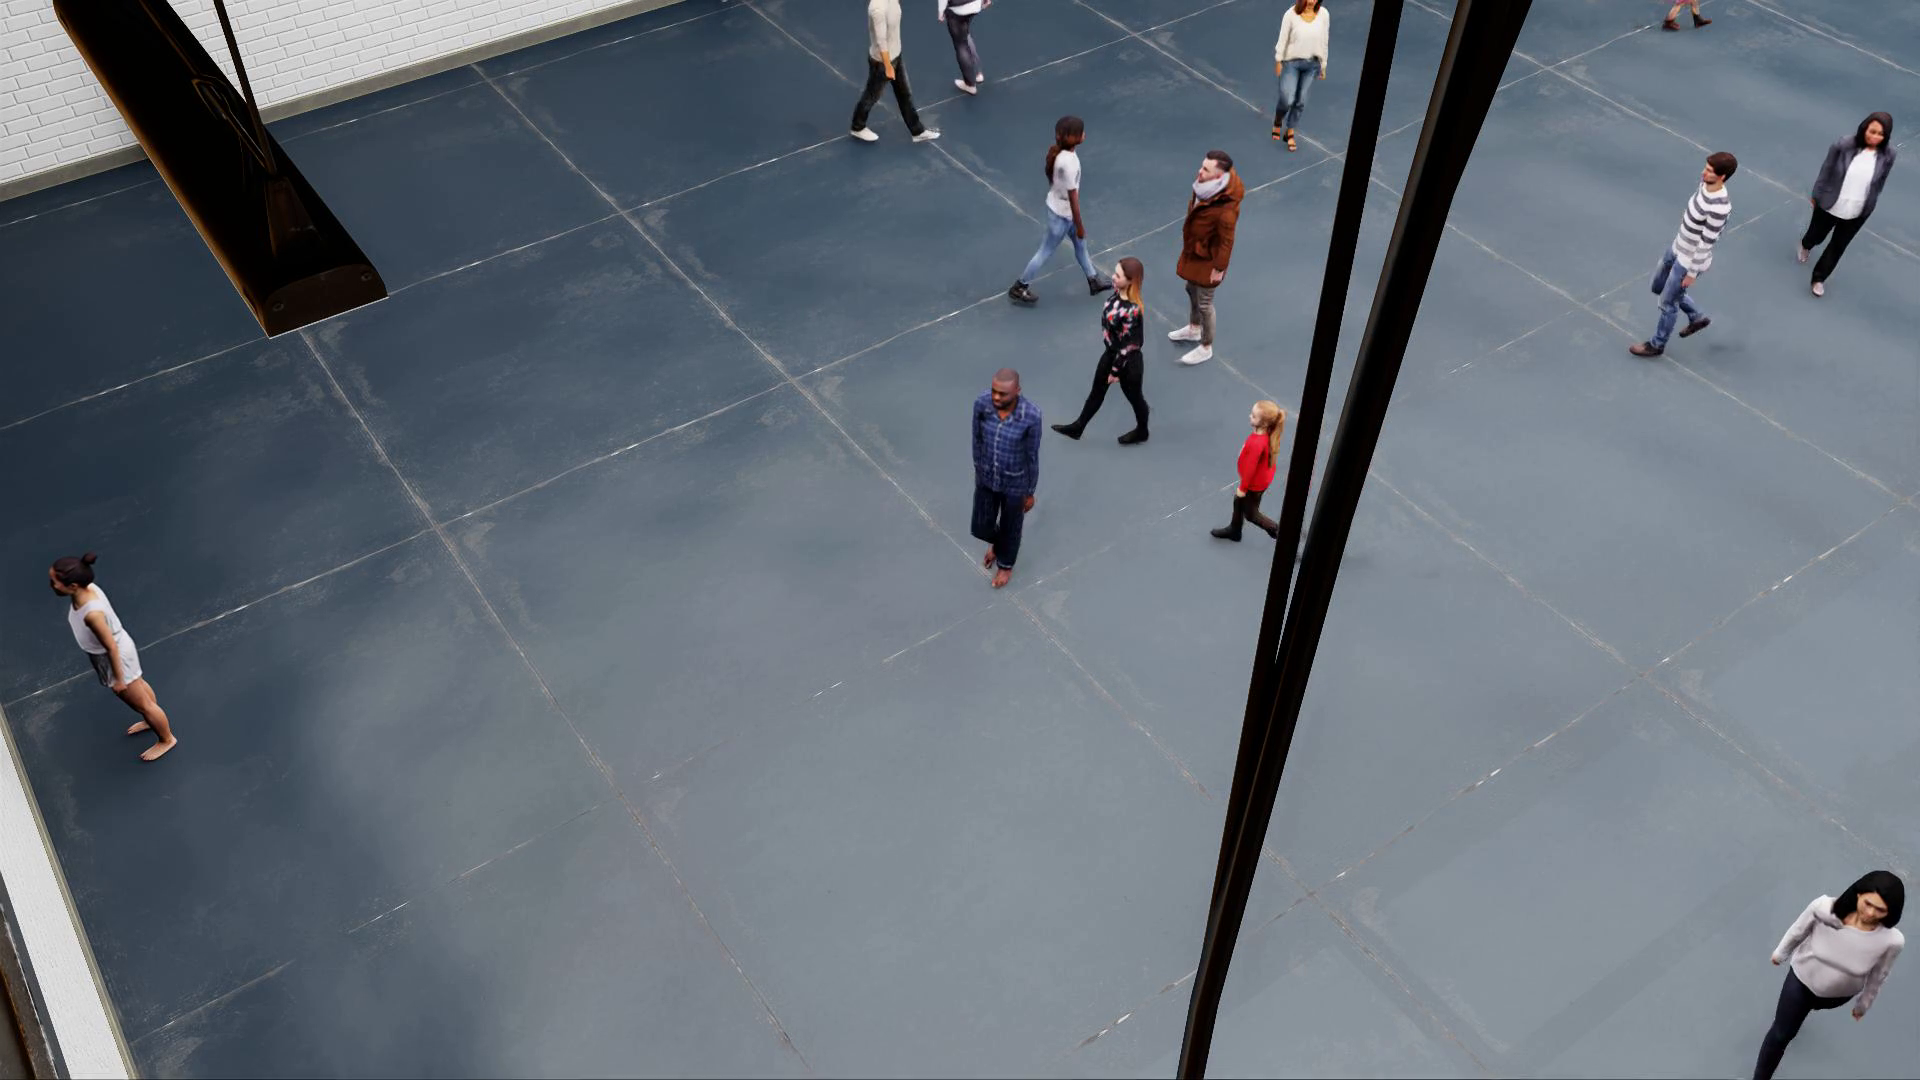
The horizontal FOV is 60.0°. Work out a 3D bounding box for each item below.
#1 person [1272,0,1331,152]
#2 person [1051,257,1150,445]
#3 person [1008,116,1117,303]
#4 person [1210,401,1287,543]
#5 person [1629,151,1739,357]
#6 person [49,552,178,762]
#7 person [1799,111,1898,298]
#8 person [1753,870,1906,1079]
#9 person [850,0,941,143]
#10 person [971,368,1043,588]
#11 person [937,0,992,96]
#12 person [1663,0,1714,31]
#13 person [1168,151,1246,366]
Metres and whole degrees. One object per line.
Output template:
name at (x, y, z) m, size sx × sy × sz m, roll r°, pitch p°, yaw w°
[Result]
person at (3.139, -4.447, 15.424) m, size 0.719 × 1.673 × 0.806 m, roll -4°, pitch 44°, yaw -4°
person at (1.282, -1.347, 12.186) m, size 1.062 × 1.653 × 0.847 m, roll -8°, pitch 44°, yaw -9°
person at (0.745, -2.625, 13.515) m, size 1.255 × 1.669 × 1.035 m, roll -2°, pitch 44°, yaw -2°
person at (2.087, -0.410, 11.479) m, size 0.841 × 1.270 × 0.815 m, roll 12°, pitch 45°, yaw 12°
person at (5.767, -2.205, 12.954) m, size 0.989 × 1.834 × 0.923 m, roll 5°, pitch 44°, yaw 5°
person at (-5.131, 0.695, 10.075) m, size 0.515 × 1.607 × 0.561 m, roll -27°, pitch 50°, yaw -25°
person at (7.331, -2.828, 13.791) m, size 0.919 × 1.583 × 0.999 m, roll 12°, pitch 45°, yaw 12°
person at (4.422, 2.180, 8.481) m, size 0.967 × 1.655 × 1.212 m, roll 21°, pitch 47°, yaw 20°
person at (-0.783, -4.462, 15.376) m, size 1.177 × 1.762 × 1.166 m, roll 12°, pitch 45°, yaw 12°
person at (0.348, -0.461, 11.142) m, size 0.792 × 1.808 × 0.820 m, roll 18°, pitch 46°, yaw 18°
person at (0.071, -5.076, 15.995) m, size 0.630 × 1.796 × 0.843 m, roll -30°, pitch 51°, yaw -28°
person at (7.568, -5.772, 17.302) m, size 0.754 × 1.002 × 0.686 m, roll 6°, pitch 44°, yaw 6°
person at (1.933, -2.227, 12.974) m, size 0.824 × 1.839 × 0.812 m, roll -10°, pitch 44°, yaw -10°
